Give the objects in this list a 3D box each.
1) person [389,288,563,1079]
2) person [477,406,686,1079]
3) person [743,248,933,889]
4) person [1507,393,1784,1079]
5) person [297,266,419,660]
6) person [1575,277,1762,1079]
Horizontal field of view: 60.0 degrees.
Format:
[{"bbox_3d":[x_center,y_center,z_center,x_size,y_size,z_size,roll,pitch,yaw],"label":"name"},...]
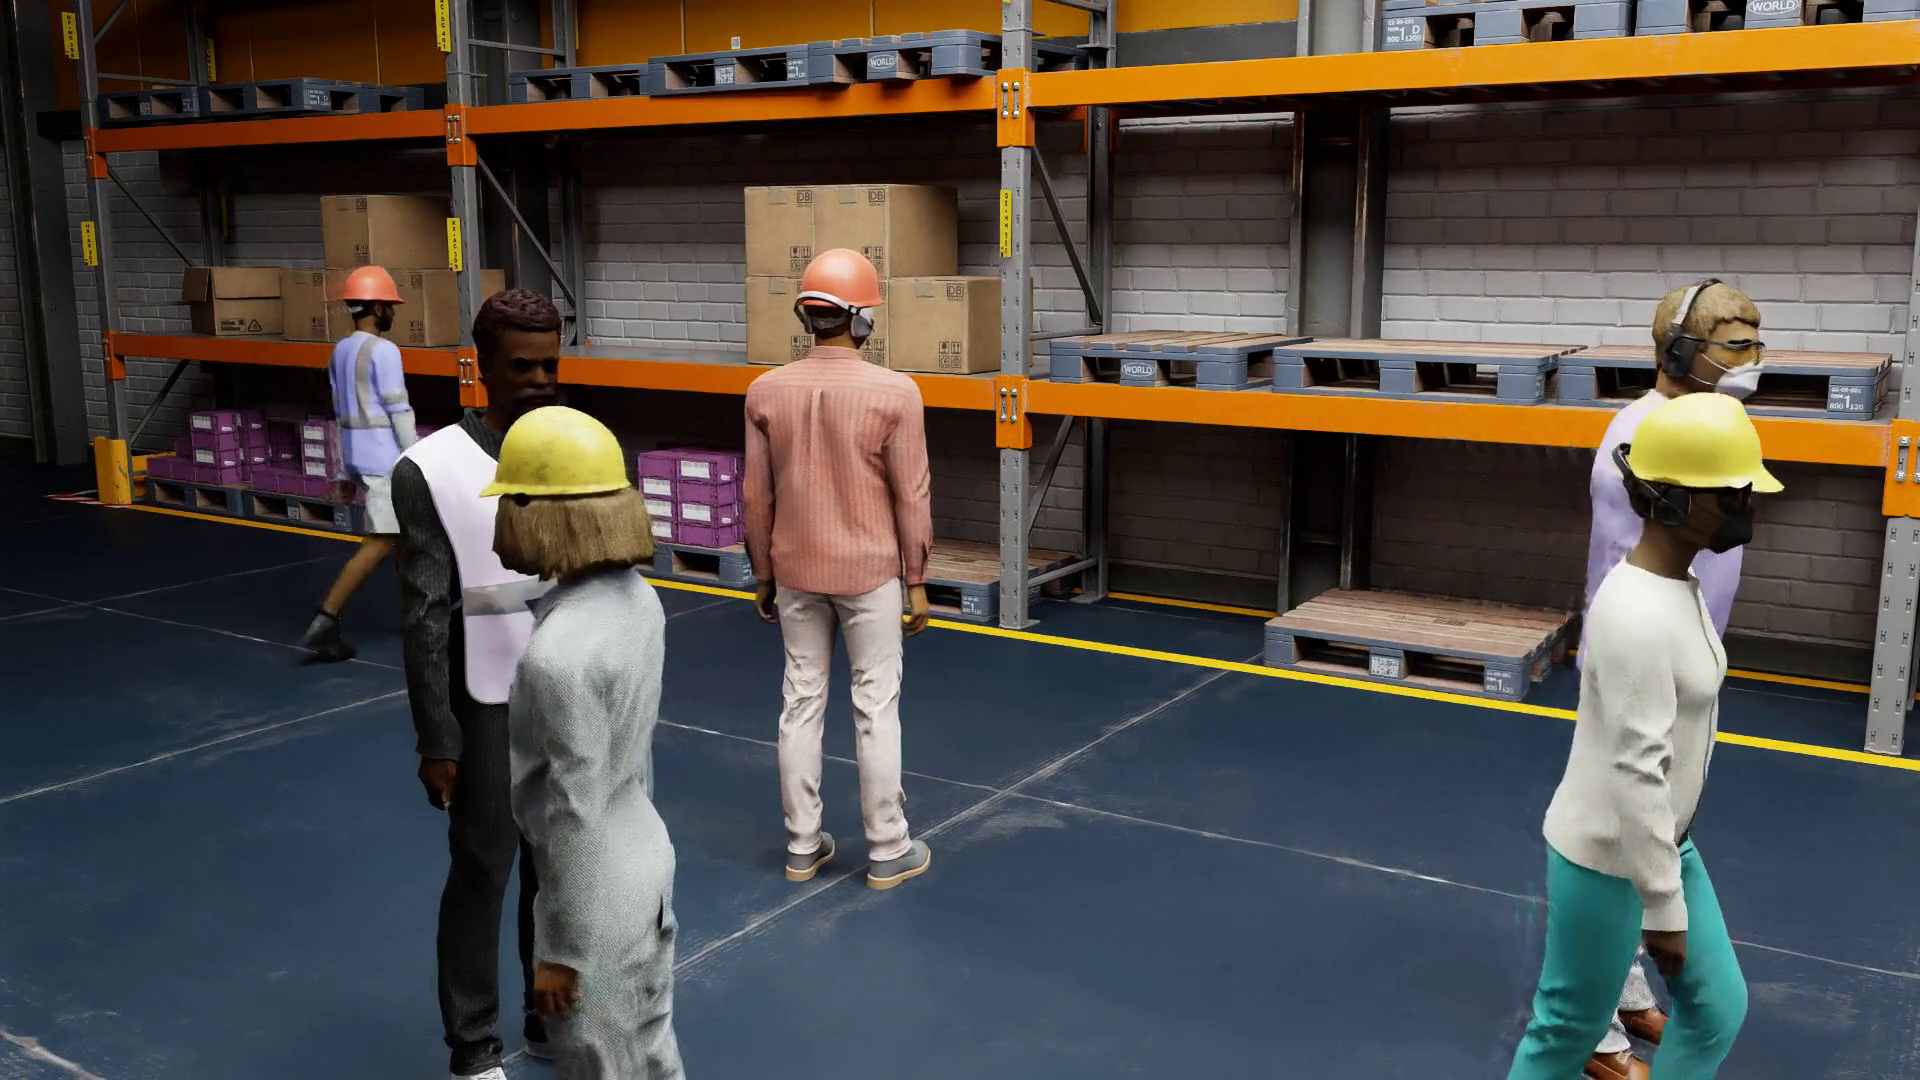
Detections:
[{"bbox_3d":[-1.014,0.382,3.860,0.326,1.915,0.596,7,12,33],"label":"person"},{"bbox_3d":[-0.667,0.631,2.963,0.319,1.741,0.492,1,10,4],"label":"person"},{"bbox_3d":[-0.372,0.099,5.208,0.612,1.996,0.389,4,11,20],"label":"person"},{"bbox_3d":[1.338,0.598,3.134,0.653,1.742,0.548,6,12,31],"label":"person"},{"bbox_3d":[-2.873,-0.383,8.139,0.916,1.907,0.557,-9,13,-40],"label":"person"},{"bbox_3d":[1.659,0.353,3.959,0.353,1.936,0.635,8,13,36],"label":"person"}]
